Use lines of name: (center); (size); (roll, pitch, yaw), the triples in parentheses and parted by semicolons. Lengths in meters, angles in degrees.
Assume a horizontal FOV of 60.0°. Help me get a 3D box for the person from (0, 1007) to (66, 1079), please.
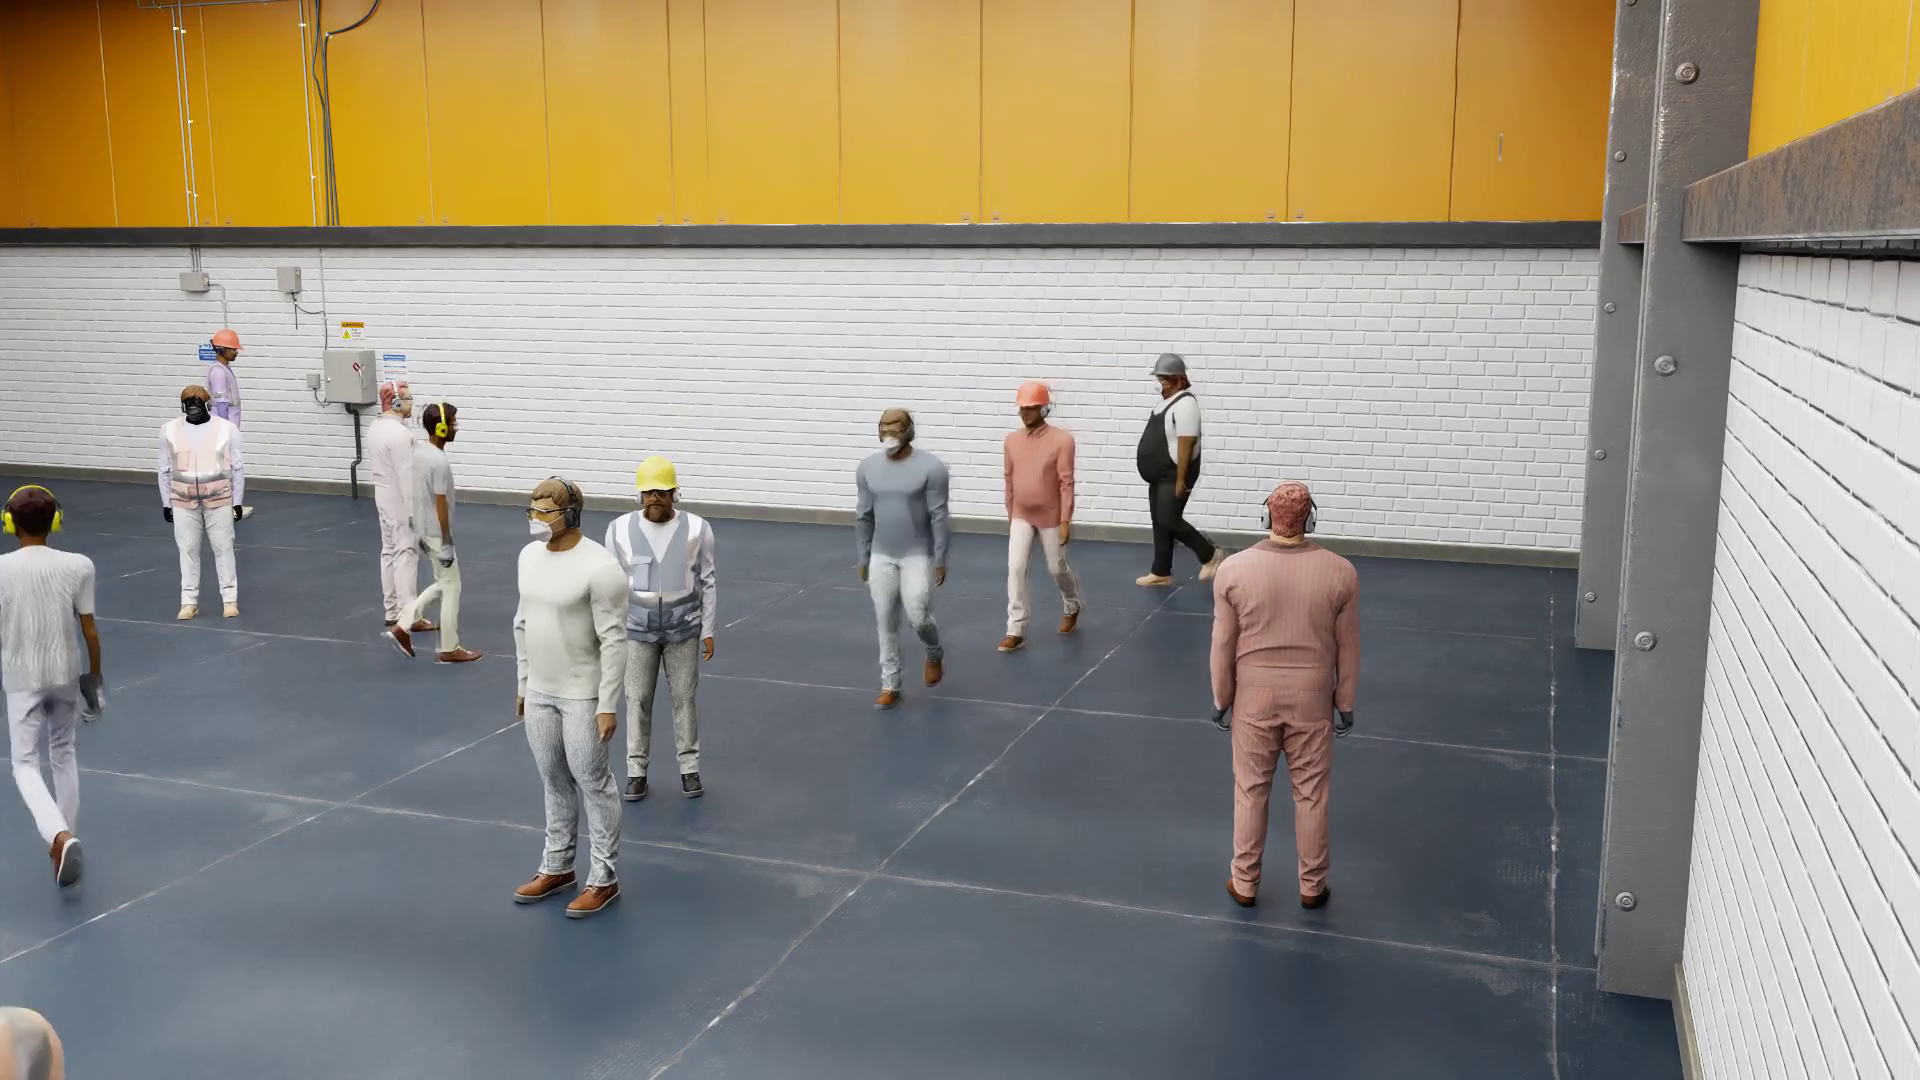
person: (-1.815, 1.469, 2.911); (0.417, 1.913, 0.610); (4, 11, 22)

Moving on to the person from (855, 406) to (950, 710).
person: (-0.344, 0.101, 10.584); (0.634, 1.928, 0.553); (4, 11, 22)

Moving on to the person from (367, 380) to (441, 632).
person: (-4.233, -0.257, 12.644); (0.410, 1.909, 0.643); (-8, 13, -37)

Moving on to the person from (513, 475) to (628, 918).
person: (-1.717, 0.678, 7.287); (0.627, 1.941, 0.371); (7, 12, 34)

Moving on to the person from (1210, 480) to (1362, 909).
person: (1.426, 0.686, 7.334); (0.651, 1.907, 0.409); (1, 10, 7)

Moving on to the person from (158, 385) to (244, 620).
person: (-5.942, -0.297, 13.056); (0.627, 1.844, 0.429); (-3, 10, -16)

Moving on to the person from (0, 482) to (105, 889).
person: (-4.181, 0.669, 7.599); (0.513, 1.854, 0.758); (-9, 13, -40)

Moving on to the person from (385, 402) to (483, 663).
person: (-3.669, -0.032, 11.537); (0.532, 1.850, 0.551); (-7, 13, -36)

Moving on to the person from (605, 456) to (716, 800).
person: (-1.581, 0.464, 8.793); (0.590, 1.833, 0.404); (-2, 10, -11)

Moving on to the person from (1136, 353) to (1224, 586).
person: (1.833, -0.590, 14.142); (0.680, 2.000, 0.689); (-2, 10, -10)

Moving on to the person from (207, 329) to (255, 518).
person: (-7.841, -1.240, 17.856); (0.408, 2.029, 0.613); (-4, 11, -21)

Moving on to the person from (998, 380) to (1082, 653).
person: (0.611, -0.202, 12.189); (0.606, 1.963, 0.947); (5, 11, 28)
